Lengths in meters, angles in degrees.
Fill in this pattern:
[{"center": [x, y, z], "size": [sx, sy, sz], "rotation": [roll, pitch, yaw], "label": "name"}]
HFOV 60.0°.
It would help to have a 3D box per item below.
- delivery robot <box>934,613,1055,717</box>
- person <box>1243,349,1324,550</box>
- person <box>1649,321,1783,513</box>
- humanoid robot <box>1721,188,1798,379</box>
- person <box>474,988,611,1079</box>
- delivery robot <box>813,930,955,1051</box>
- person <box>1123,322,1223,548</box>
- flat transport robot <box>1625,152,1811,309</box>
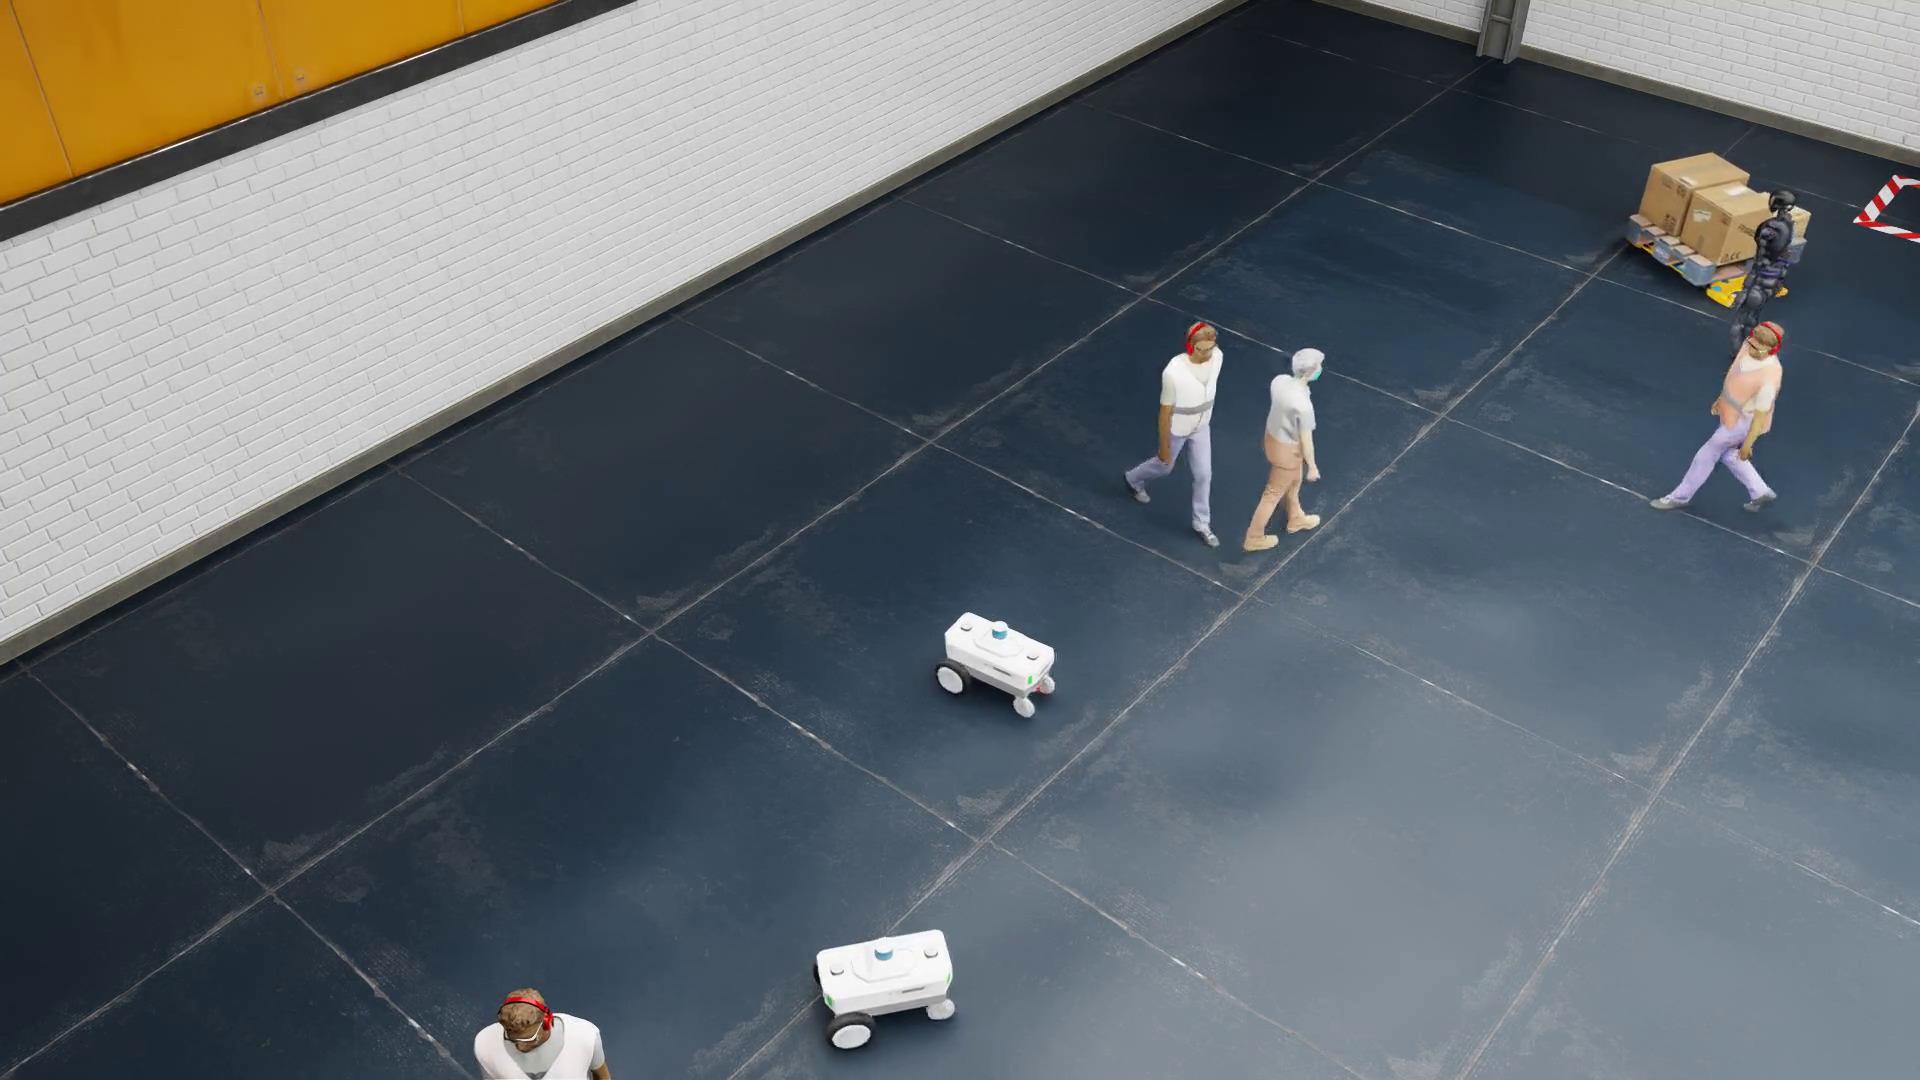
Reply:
[{"center": [0.239, 0.792, 11.086], "size": [0.799, 0.608, 0.499], "rotation": [22, 44, 25], "label": "delivery robot"}, {"center": [2.447, -0.656, 11.946], "size": [0.780, 1.714, 0.503], "rotation": [-10, 40, -13], "label": "person"}, {"center": [5.710, -0.864, 12.133], "size": [0.804, 1.793, 0.623], "rotation": [8, 40, 10], "label": "person"}, {"center": [6.682, -2.141, 13.821], "size": [0.361, 1.648, 0.609], "rotation": [32, 49, 33], "label": "humanoid robot"}, {"center": [-1.888, 2.651, 7.739], "size": [0.568, 1.843, 0.373], "rotation": [-4, 39, -5], "label": "person"}, {"center": [-0.431, 2.406, 9.083], "size": [0.805, 0.609, 0.499], "rotation": [-8, 40, -10], "label": "delivery robot"}, {"center": [1.600, -0.858, 12.135], "size": [0.568, 1.804, 0.912], "rotation": [-24, 45, -27], "label": "person"}, {"center": [6.975, -2.628, 15.548], "size": [0.659, 0.231, 1.431], "rotation": [-14, 41, -17], "label": "flat transport robot"}]
